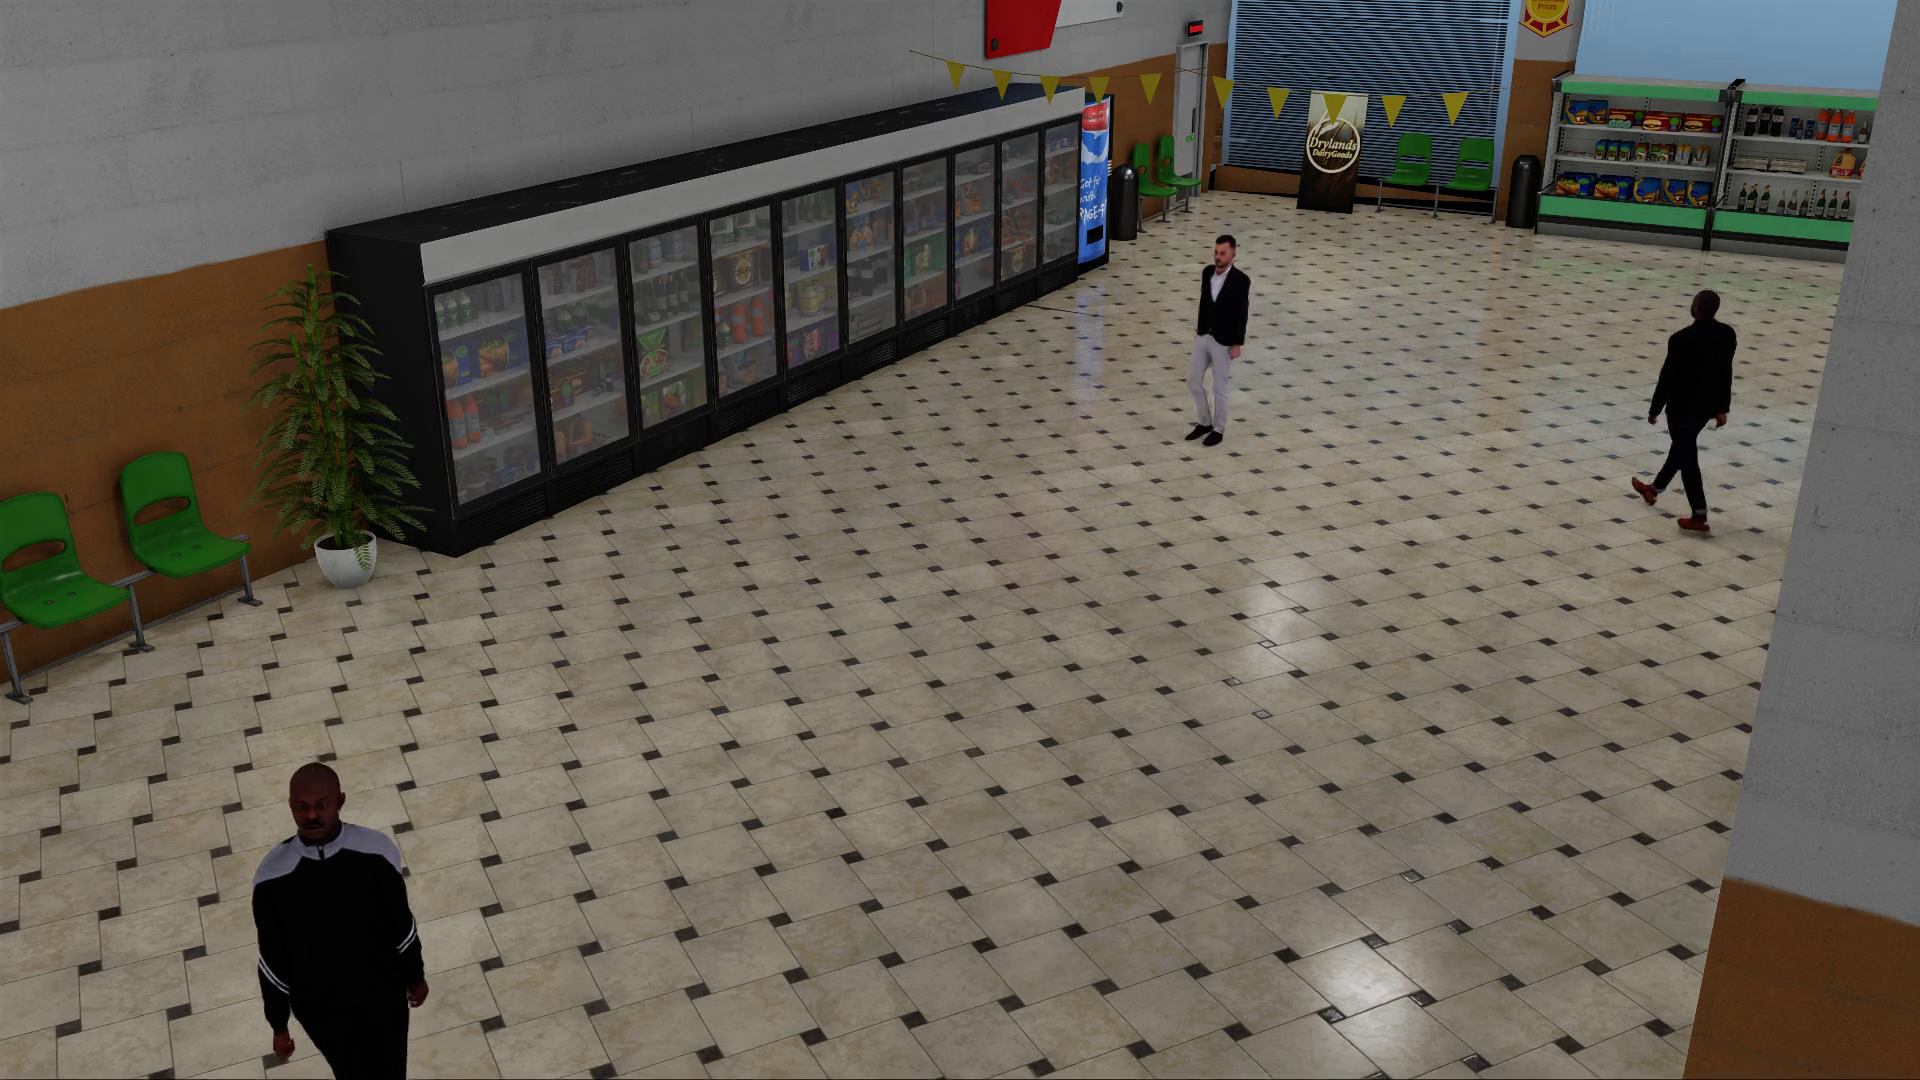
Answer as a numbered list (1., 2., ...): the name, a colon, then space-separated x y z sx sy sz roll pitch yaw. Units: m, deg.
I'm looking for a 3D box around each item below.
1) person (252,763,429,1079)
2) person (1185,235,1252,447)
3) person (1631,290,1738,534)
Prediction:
1. person: -2.231 1.584 6.074 1.196 1.789 1.233 -5 22 -12
2. person: 2.268 -1.720 14.238 0.822 1.832 0.650 -19 29 -39
3. person: 5.463 -0.914 12.313 1.180 1.773 1.276 -7 23 -18
